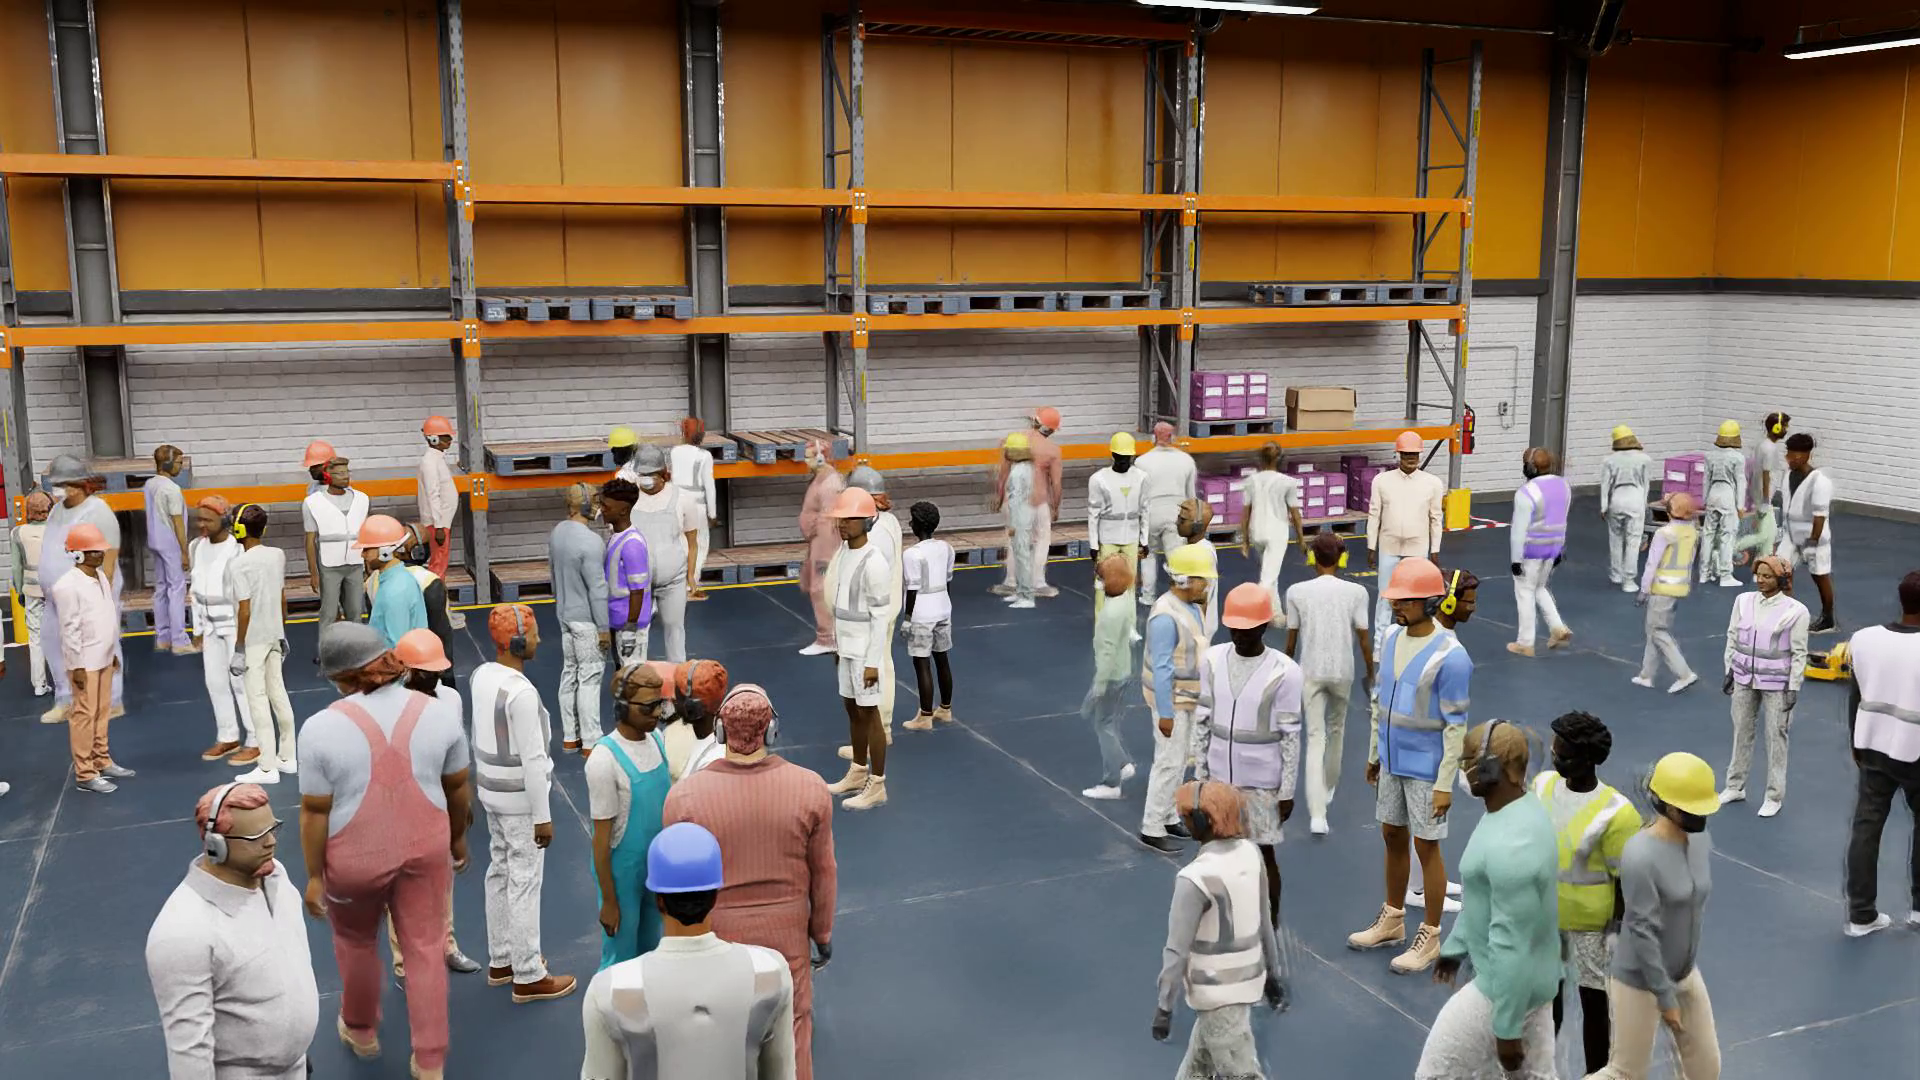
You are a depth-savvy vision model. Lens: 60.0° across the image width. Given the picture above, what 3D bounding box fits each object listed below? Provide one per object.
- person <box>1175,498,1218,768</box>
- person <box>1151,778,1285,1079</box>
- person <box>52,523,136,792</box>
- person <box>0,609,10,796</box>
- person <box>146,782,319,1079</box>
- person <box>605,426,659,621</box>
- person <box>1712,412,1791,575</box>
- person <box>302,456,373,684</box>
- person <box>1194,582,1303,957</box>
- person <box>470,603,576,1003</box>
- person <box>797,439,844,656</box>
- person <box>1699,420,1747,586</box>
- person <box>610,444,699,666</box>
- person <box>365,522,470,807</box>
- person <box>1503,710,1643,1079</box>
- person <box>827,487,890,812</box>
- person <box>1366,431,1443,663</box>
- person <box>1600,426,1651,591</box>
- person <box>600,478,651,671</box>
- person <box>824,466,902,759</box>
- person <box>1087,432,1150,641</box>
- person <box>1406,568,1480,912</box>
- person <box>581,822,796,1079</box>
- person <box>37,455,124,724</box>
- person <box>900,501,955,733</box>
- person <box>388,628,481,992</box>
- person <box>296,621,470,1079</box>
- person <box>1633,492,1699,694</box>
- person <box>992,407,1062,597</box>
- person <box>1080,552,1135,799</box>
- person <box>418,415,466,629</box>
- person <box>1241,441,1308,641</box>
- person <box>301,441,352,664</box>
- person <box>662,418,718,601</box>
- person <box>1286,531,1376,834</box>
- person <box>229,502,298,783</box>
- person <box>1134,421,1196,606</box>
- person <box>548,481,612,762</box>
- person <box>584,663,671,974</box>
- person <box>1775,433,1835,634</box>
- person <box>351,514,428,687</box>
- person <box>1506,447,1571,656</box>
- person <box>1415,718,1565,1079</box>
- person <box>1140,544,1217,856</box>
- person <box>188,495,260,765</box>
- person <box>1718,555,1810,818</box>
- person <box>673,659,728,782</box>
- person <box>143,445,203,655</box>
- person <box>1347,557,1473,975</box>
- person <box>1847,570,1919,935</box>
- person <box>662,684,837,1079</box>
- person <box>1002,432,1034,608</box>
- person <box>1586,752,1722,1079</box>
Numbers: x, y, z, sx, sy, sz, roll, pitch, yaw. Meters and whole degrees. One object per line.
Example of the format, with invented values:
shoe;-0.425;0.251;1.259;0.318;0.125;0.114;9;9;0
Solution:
person;1.586;0.629;11.352;0.340;1.846;0.512;1;10;7
person;0.978;1.666;6.109;0.892;1.591;0.559;8;12;37
person;-5.658;0.756;10.878;0.330;1.753;0.561;-1;10;-4
person;-6.376;0.739;10.513;0.599;1.915;0.377;-4;11;-22
person;-2.193;1.671;5.172;0.403;1.906;0.651;1;10;4
person;-3.050;-0.098;15.364;0.408;1.909;0.604;2;10;11
person;8.436;-0.446;17.609;0.692;1.836;0.538;4;11;21
person;-5.083;0.230;13.637;0.390;1.850;0.564;8;13;38
person;1.386;1.148;8.136;0.549;1.929;0.387;8;13;38
person;-2.079;1.223;7.816;0.344;1.883;0.585;-8;13;-39
person;-1.212;0.063;14.461;0.430;1.887;0.673;-2;10;-10
person;8.046;-0.389;17.505;0.284;1.746;0.489;-5;11;-29
person;-2.381;0.258;12.924;0.687;2.000;0.535;-1;10;-4
person;-3.374;0.804;10.355;0.620;1.845;0.430;6;11;29
person;2.473;1.508;6.715;0.322;1.696;0.532;-6;11;-29
person;-0.654;0.679;10.484;0.363;2.047;0.613;-5;11;-26
person;3.771;0.068;14.144;0.622;1.997;0.371;3;10;15
person;6.944;-0.343;17.398;0.469;1.688;0.774;5;11;28
person;-2.322;0.544;11.494;0.367;1.966;0.606;-4;11;-23
person;-0.679;0.492;11.576;0.537;2.000;0.682;2;10;11
person;1.429;-0.018;14.899;0.581;1.916;0.417;-3;10;-19
person;2.570;1.060;8.859;0.350;1.857;0.518;2;10;11
person;-0.757;1.744;4.678;0.622;1.934;0.419;-4;11;-24
person;-6.557;0.374;12.258;0.705;2.000;0.682;5;11;28
person;-0.245;0.560;12.175;0.318;1.695;0.539;7;12;36
person;-2.535;1.274;7.903;0.334;1.749;0.571;5;11;27
person;-2.468;1.271;7.090;0.734;2.000;0.921;-7;12;-33
person;5.648;0.426;13.226;0.574;1.605;0.559;-8;13;-38
person;0.672;-0.390;16.976;0.755;1.946;0.382;3;10;19
person;0.919;0.865;10.612;0.353;1.614;0.525;2;10;10
person;-4.848;-0.170;15.528;0.381;1.994;0.614;-2;10;-14
person;2.805;0.004;15.122;0.534;1.806;0.979;9;13;42
person;-5.323;0.125;14.017;0.543;1.929;0.382;6;12;33
person;-2.771;-0.300;16.673;0.740;1.857;0.337;4;10;20
person;2.267;0.855;10.186;0.546;1.821;0.996;2;10;9
person;-4.639;0.680;10.989;0.313;1.869;0.538;2;10;13
person;1.989;-0.217;16.152;0.652;1.874;0.912;-2;10;-10
person;-2.593;0.558;11.492;0.361;1.937;0.635;-8;13;-40
person;-1.343;1.406;6.884;0.346;1.842;0.505;3;10;18
person;7.623;-0.032;15.068;1.029;1.887;0.599;-3;10;-18
person;-3.325;0.831;9.796;0.402;1.987;0.605;-3;10;-16
person;4.986;0.110;14.387;0.647;1.828;0.460;-6;11;-31
person;1.804;1.558;5.854;0.908;1.888;0.642;5;11;25
person;1.279;0.923;9.741;0.405;1.823;0.602;4;11;23
person;-5.025;0.618;11.382;0.588;1.869;0.373;4;11;24
person;5.015;0.898;10.392;0.307;1.641;0.511;-6;12;-33
person;-0.998;1.399;6.803;0.338;1.881;0.582;-1;10;-6
person;-6.879;0.091;14.495;0.540;1.841;0.357;7;12;36
person;2.197;1.089;8.132;0.378;2.044;0.607;-5;11;-25
person;4.926;1.082;8.594;0.818;1.888;0.629;-6;12;-31
person;-0.789;1.479;6.281;0.650;1.907;0.409;-2;10;-14
person;0.575;-0.197;16.426;0.337;1.747;0.490;2;10;13
person;2.575;1.604;6.139;0.519;1.736;0.671;-7;12;-35
